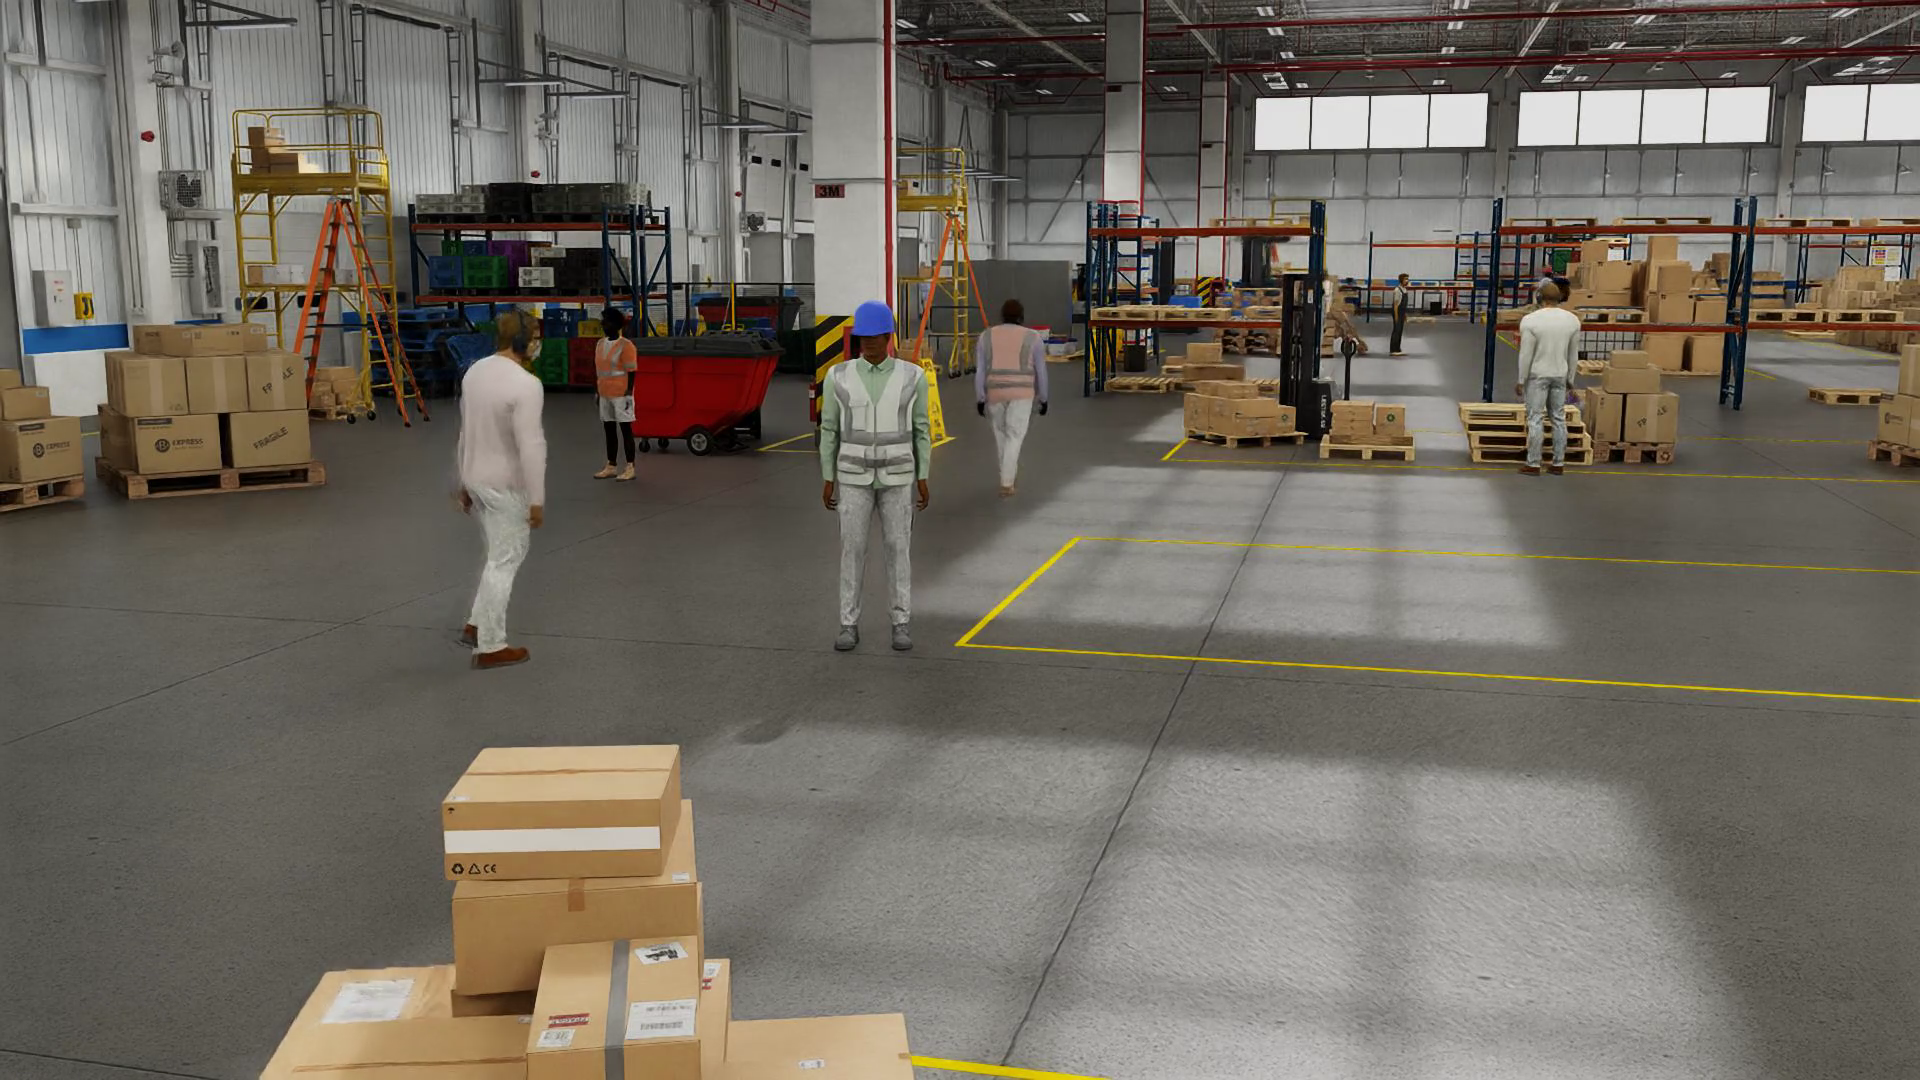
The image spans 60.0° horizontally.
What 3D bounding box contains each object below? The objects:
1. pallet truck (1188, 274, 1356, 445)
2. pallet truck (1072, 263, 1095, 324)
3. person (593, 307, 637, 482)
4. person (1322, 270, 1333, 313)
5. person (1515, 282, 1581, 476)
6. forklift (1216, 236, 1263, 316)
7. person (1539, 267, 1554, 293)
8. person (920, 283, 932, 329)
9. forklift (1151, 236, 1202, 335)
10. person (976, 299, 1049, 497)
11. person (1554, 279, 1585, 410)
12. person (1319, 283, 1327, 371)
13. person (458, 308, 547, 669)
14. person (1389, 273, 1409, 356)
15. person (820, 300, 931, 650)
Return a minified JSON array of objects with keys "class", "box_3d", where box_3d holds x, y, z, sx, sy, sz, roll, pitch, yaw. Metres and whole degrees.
[{"class":"pallet truck","box_3d":[3.653,-2.138,19.590,1.885,1.965,0.823,-4,10,-20]},{"class":"pallet truck","box_3d":[4.325,-8.180,55.162,0.823,1.965,1.885,6,11,31]},{"class":"person","box_3d":[-3.368,-1.418,16.227,0.534,1.698,0.319,7,12,35]},{"class":"person","box_3d":[9.733,-6.264,44.315,0.601,1.846,0.889,-3,10,-18]},{"class":"person","box_3d":[5.851,-1.600,16.599,0.633,1.936,0.355,-2,10,-9]},{"class":"forklift","box_3d":[8.887,-7.890,50.857,1.873,2.768,1.129,-2,10,-14]},{"class":"person","box_3d":[18.097,-7.463,51.295,1.016,1.884,0.544,0,10,-2]},{"class":"person","box_3d":[-0.935,-7.356,50.522,0.544,1.929,0.386,-4,11,-24]},{"class":"forklift","box_3d":[5.866,-7.214,46.878,1.873,2.768,1.129,2,10,14]},{"class":"person","box_3d":[0.506,-1.322,15.384,0.646,1.788,0.963,3,10,15]},{"class":"person","box_3d":[8.510,-2.749,23.565,0.954,1.869,0.602,3,10,17]},{"class":"person","box_3d":[6.853,-4.108,31.966,0.485,1.738,0.322,-4,11,-23]},{"class":"person","box_3d":[-2.419,-0.266,8.825,0.478,1.909,0.643,-9,13,-43]},{"class":"person","box_3d":[9.741,-4.981,36.825,0.358,1.837,0.501,7,12,35]},{"class":"person","box_3d":[-0.468,-0.350,9.210,0.615,1.943,0.395,0,10,-1]}]
